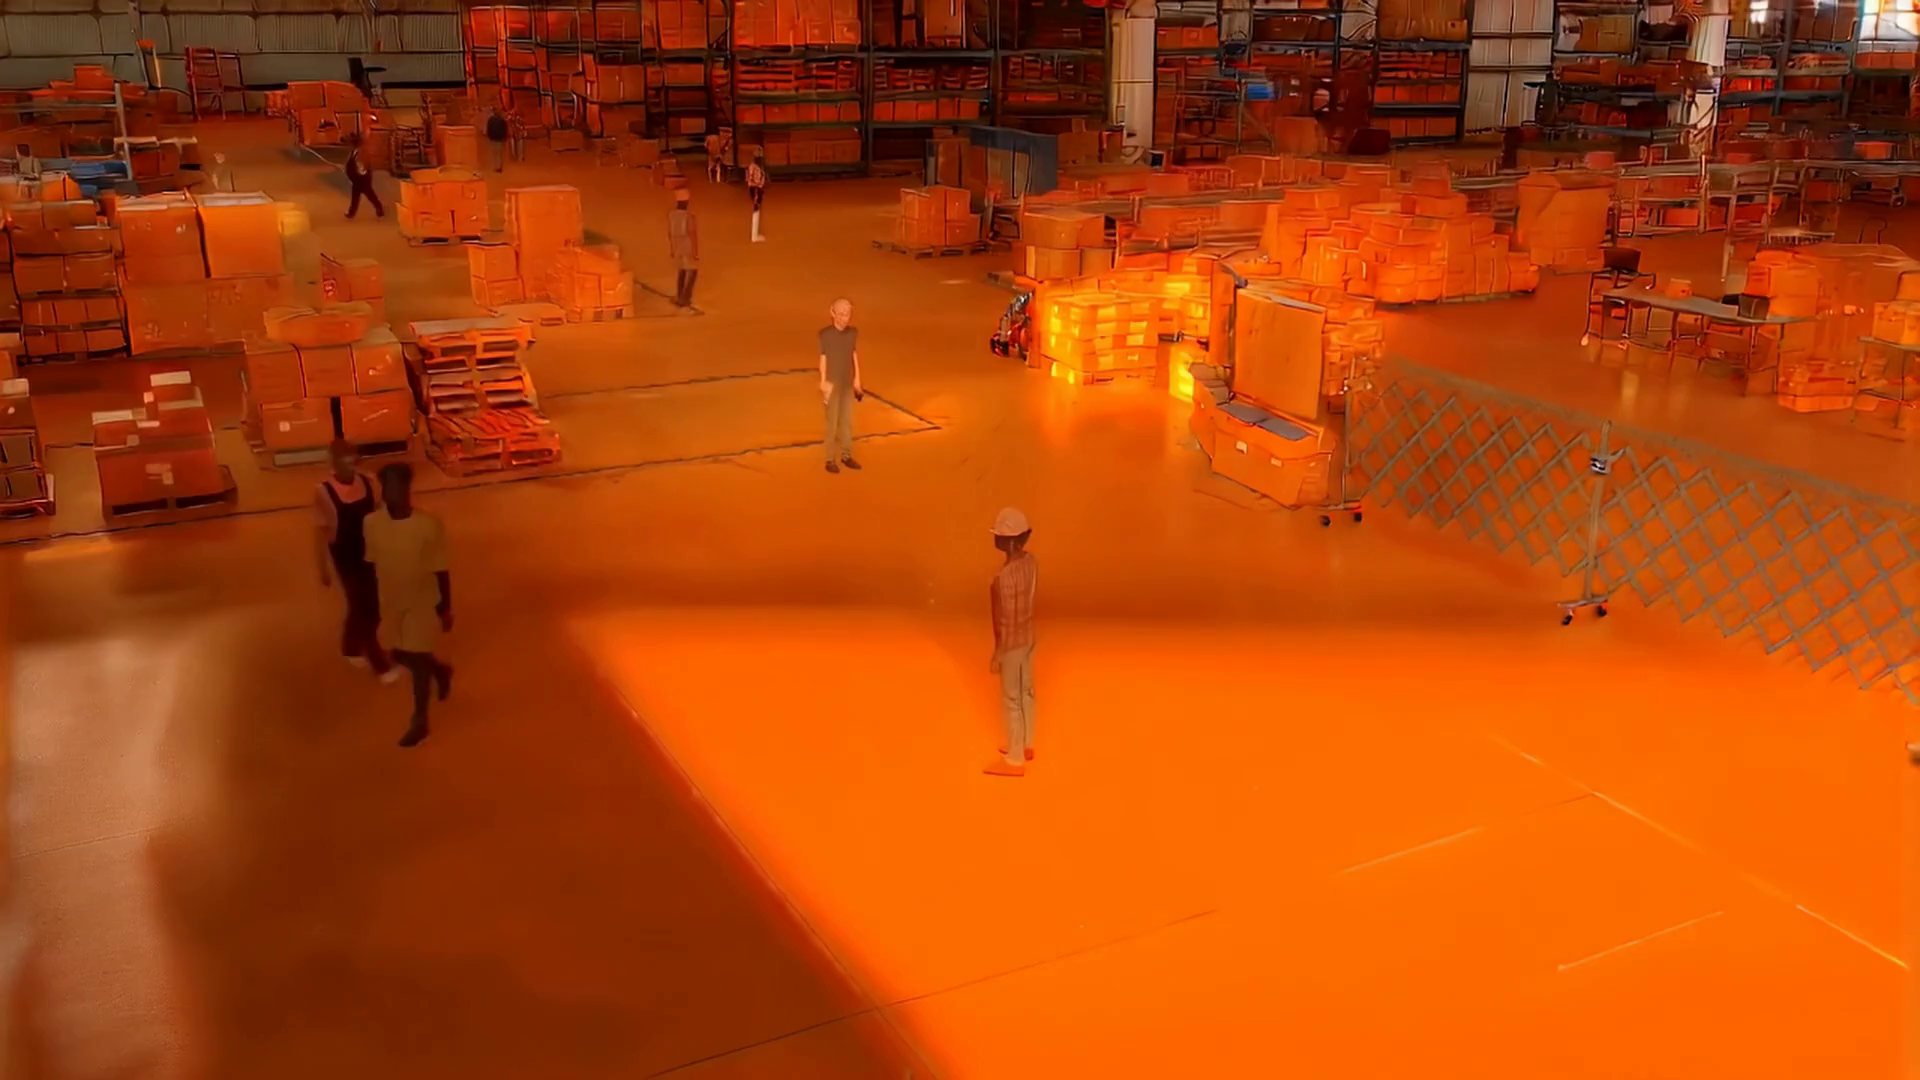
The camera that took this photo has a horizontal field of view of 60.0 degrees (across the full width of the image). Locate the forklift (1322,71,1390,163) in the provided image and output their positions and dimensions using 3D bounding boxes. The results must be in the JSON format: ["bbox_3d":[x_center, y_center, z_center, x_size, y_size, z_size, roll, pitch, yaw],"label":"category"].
[{"bbox_3d":[12.520,-13.260,52.173,1.873,2.768,1.129,8,19,23],"label":"forklift"}]

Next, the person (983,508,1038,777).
[{"bbox_3d":[0.328,0.649,10.607,0.311,1.769,0.522,7,19,21],"label":"person"}]

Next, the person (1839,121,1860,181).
[{"bbox_3d":[24.525,-10.642,45.816,0.554,1.749,0.407,-15,23,-38],"label":"person"}]

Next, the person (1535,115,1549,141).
[{"bbox_3d":[17.490,-11.932,49.966,0.715,1.679,0.523,-10,20,-27],"label":"person"}]

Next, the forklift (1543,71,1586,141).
[{"bbox_3d":[18.685,-13.231,52.085,1.873,2.768,1.129,-9,20,-26],"label":"forklift"}]

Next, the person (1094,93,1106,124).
[{"bbox_3d":[5.736,-17.675,67.965,0.535,1.621,0.343,1,18,4],"label":"person"}]

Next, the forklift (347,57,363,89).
[{"bbox_3d":[-24.244,-17.999,66.949,1.873,2.768,1.129,-4,18,-11],"label":"forklift"}]

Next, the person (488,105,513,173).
[{"bbox_3d":[-13.768,-12.015,49.792,0.647,1.942,0.990,1,18,5],"label":"person"}]

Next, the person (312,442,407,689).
[{"bbox_3d":[-4.316,0.173,12.040,0.961,1.795,0.517,12,21,33],"label":"person"}]

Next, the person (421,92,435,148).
[{"bbox_3d":[-18.685,-14.752,58.392,0.588,1.911,0.396,16,24,41],"label":"person"}]

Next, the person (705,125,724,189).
[{"bbox_3d":[-6.640,-10.376,45.092,0.532,1.696,0.319,-10,20,-28],"label":"person"}]

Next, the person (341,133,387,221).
[{"bbox_3d":[-13.797,-8.391,38.347,1.008,2.000,0.692,-8,19,-22],"label":"person"}]

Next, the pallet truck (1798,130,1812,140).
[{"bbox_3d":[25.526,-11.556,49.408,1.630,1.274,0.653,-9,20,-26],"label":"pallet truck"}]

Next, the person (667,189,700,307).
[{"bbox_3d":[-4.516,-4.773,27.271,0.553,1.922,0.419,5,19,16],"label":"person"}]

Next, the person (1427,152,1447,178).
[{"bbox_3d":[10.732,-7.923,37.538,0.372,1.624,0.510,-9,20,-26],"label":"person"}]

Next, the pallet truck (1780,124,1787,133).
[{"bbox_3d":[25.206,-12.542,52.601,1.601,1.201,0.680,0,18,-2],"label":"pallet truck"}]

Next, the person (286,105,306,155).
[{"bbox_3d":[-22.147,-13.679,55.490,0.470,1.621,0.531,13,22,36],"label":"person"}]

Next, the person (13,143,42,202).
[{"bbox_3d":[-20.751,-7.894,37.074,0.574,1.876,0.356,0,18,0],"label":"person"}]

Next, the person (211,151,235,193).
[{"bbox_3d":[-15.540,-7.290,35.236,0.725,1.851,0.517,9,20,27],"label":"person"}]

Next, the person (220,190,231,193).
[{"bbox_3d":[-12.033,-4.795,27.363,0.395,1.911,0.588,2,18,7],"label":"person"}]

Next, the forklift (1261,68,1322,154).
[{"bbox_3d":[11.059,-14.182,55.048,1.129,2.768,1.873,-9,20,-27],"label":"forklift"}]

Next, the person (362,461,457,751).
[{"bbox_3d":[-3.657,0.375,11.173,0.612,1.942,0.776,6,19,18],"label":"person"}]

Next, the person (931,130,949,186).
[{"bbox_3d":[-0.516,-9.300,41.536,0.430,1.814,0.601,-11,21,-31],"label":"person"}]

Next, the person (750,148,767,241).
[{"bbox_3d":[-4.237,-7.272,35.051,0.388,1.929,0.539,-3,18,-9],"label":"person"}]

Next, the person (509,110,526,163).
[{"bbox_3d":[-14.055,-12.828,52.832,0.307,1.637,0.511,16,24,41],"label":"person"}]

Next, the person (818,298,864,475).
[{"bbox_3d":[-1.246,-1.626,17.532,0.526,1.871,0.324,-14,23,-37],"label":"person"}]

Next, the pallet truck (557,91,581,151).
[{"bbox_3d":[-13.495,-14.412,57.188,0.823,1.965,1.885,-3,18,-9],"label":"pallet truck"}]
